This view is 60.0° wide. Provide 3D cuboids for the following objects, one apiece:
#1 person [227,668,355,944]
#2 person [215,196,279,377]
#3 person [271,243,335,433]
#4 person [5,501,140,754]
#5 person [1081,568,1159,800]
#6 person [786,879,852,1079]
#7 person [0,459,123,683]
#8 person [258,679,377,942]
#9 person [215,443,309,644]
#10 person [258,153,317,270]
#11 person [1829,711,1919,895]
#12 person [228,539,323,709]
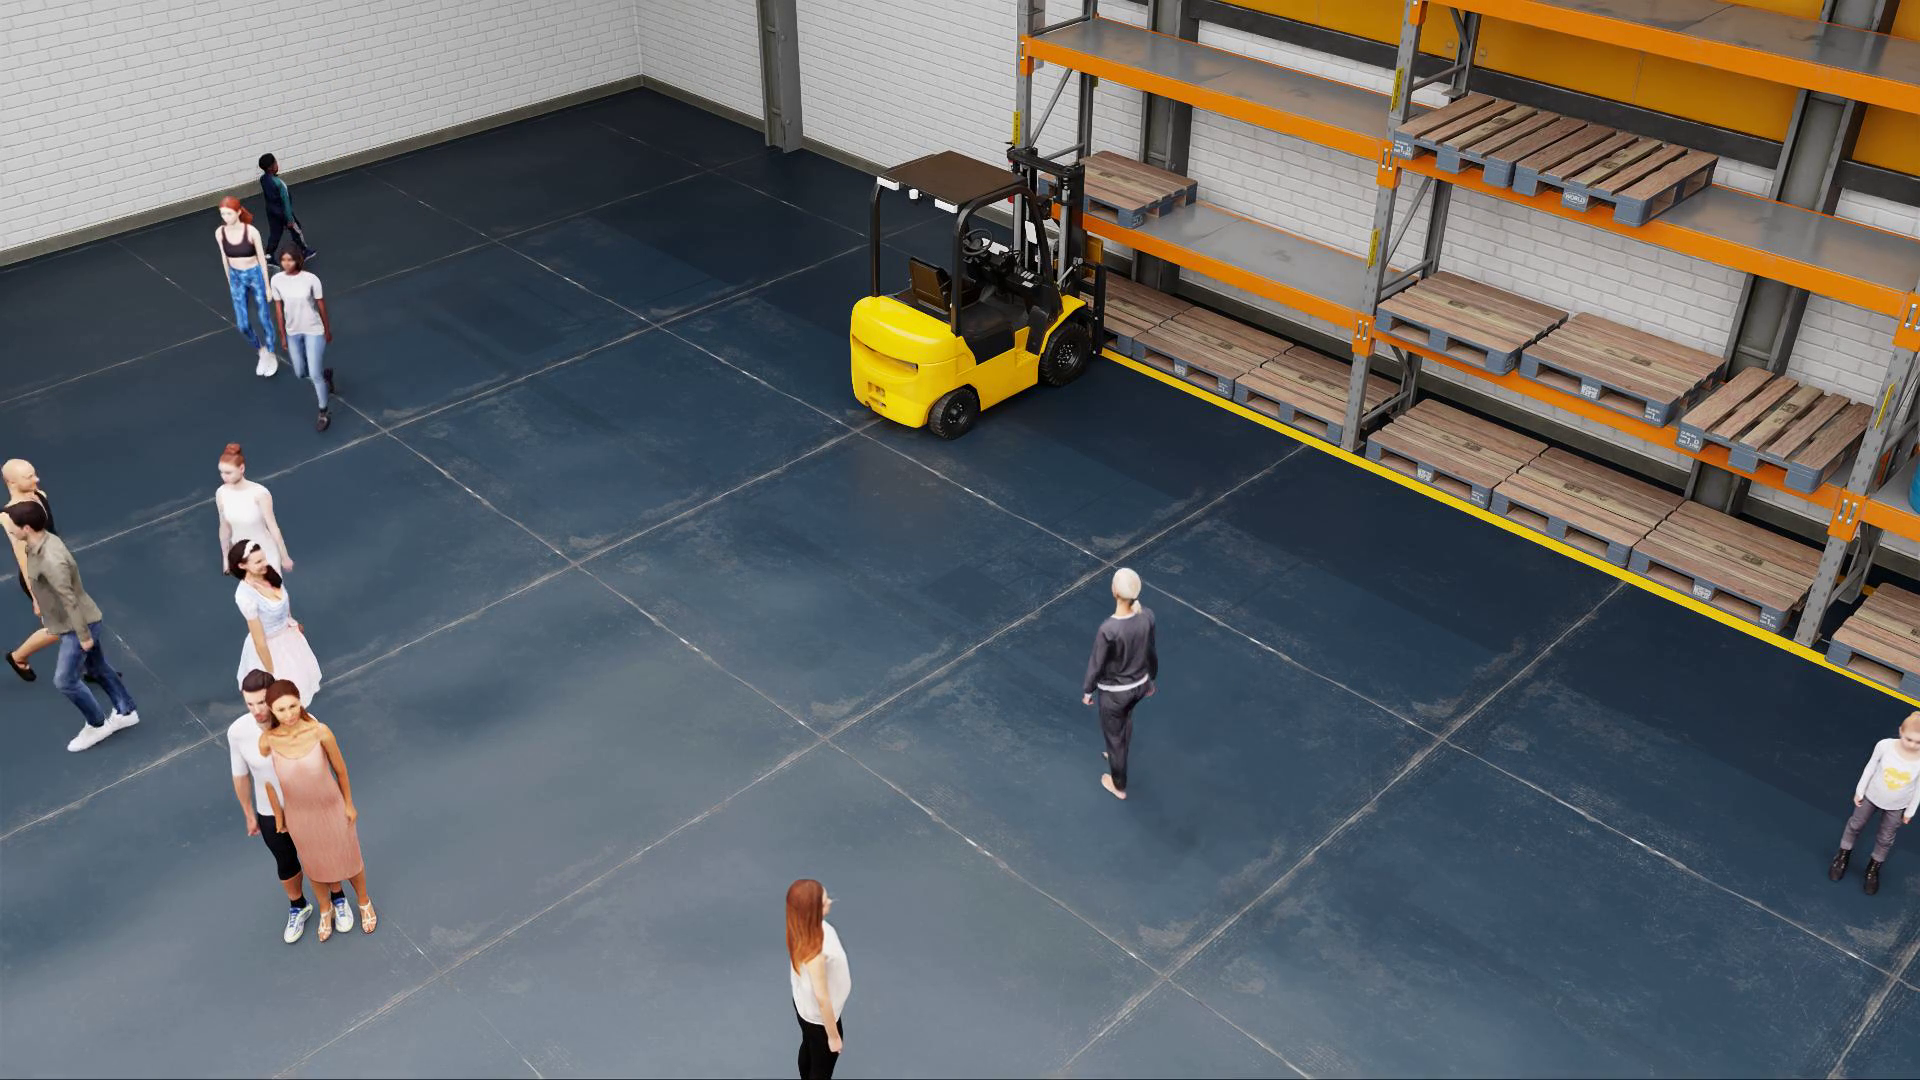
[{"bbox_3d":[-3.846,1.500,9.548,0.755,1.851,0.752,-8,34,-12],"label":"person"},{"bbox_3d":[-6.565,-2.378,15.454,0.732,1.773,0.793,-3,34,-5],"label":"person"},{"bbox_3d":[-5.767,-1.848,14.719,0.952,1.704,1.013,0,34,0],"label":"person"},{"bbox_3d":[-5.778,0.518,11.032,0.833,1.845,0.715,-22,39,-29],"label":"person"},{"bbox_3d":[1.071,0.948,10.502,0.709,1.716,0.729,-19,38,-26],"label":"person"},{"bbox_3d":[-0.724,2.356,8.378,0.708,1.722,0.592,-10,35,-14],"label":"person"},{"bbox_3d":[-6.388,0.264,11.461,1.087,1.793,1.033,1,34,2],"label":"person"},{"bbox_3d":[-3.674,1.540,9.507,0.667,1.831,0.673,-8,34,-11],"label":"person"},{"bbox_3d":[-4.890,0.073,11.758,0.724,1.783,0.796,8,34,12],"label":"person"},{"bbox_3d":[-7.229,-3.447,17.549,0.880,1.234,0.752,15,36,21],"label":"person"},{"bbox_3d":[5.567,1.546,9.997,0.487,1.278,0.587,20,38,27],"label":"person"},{"bbox_3d":[-4.392,0.764,10.687,0.916,1.816,0.859,2,34,3],"label":"person"}]
